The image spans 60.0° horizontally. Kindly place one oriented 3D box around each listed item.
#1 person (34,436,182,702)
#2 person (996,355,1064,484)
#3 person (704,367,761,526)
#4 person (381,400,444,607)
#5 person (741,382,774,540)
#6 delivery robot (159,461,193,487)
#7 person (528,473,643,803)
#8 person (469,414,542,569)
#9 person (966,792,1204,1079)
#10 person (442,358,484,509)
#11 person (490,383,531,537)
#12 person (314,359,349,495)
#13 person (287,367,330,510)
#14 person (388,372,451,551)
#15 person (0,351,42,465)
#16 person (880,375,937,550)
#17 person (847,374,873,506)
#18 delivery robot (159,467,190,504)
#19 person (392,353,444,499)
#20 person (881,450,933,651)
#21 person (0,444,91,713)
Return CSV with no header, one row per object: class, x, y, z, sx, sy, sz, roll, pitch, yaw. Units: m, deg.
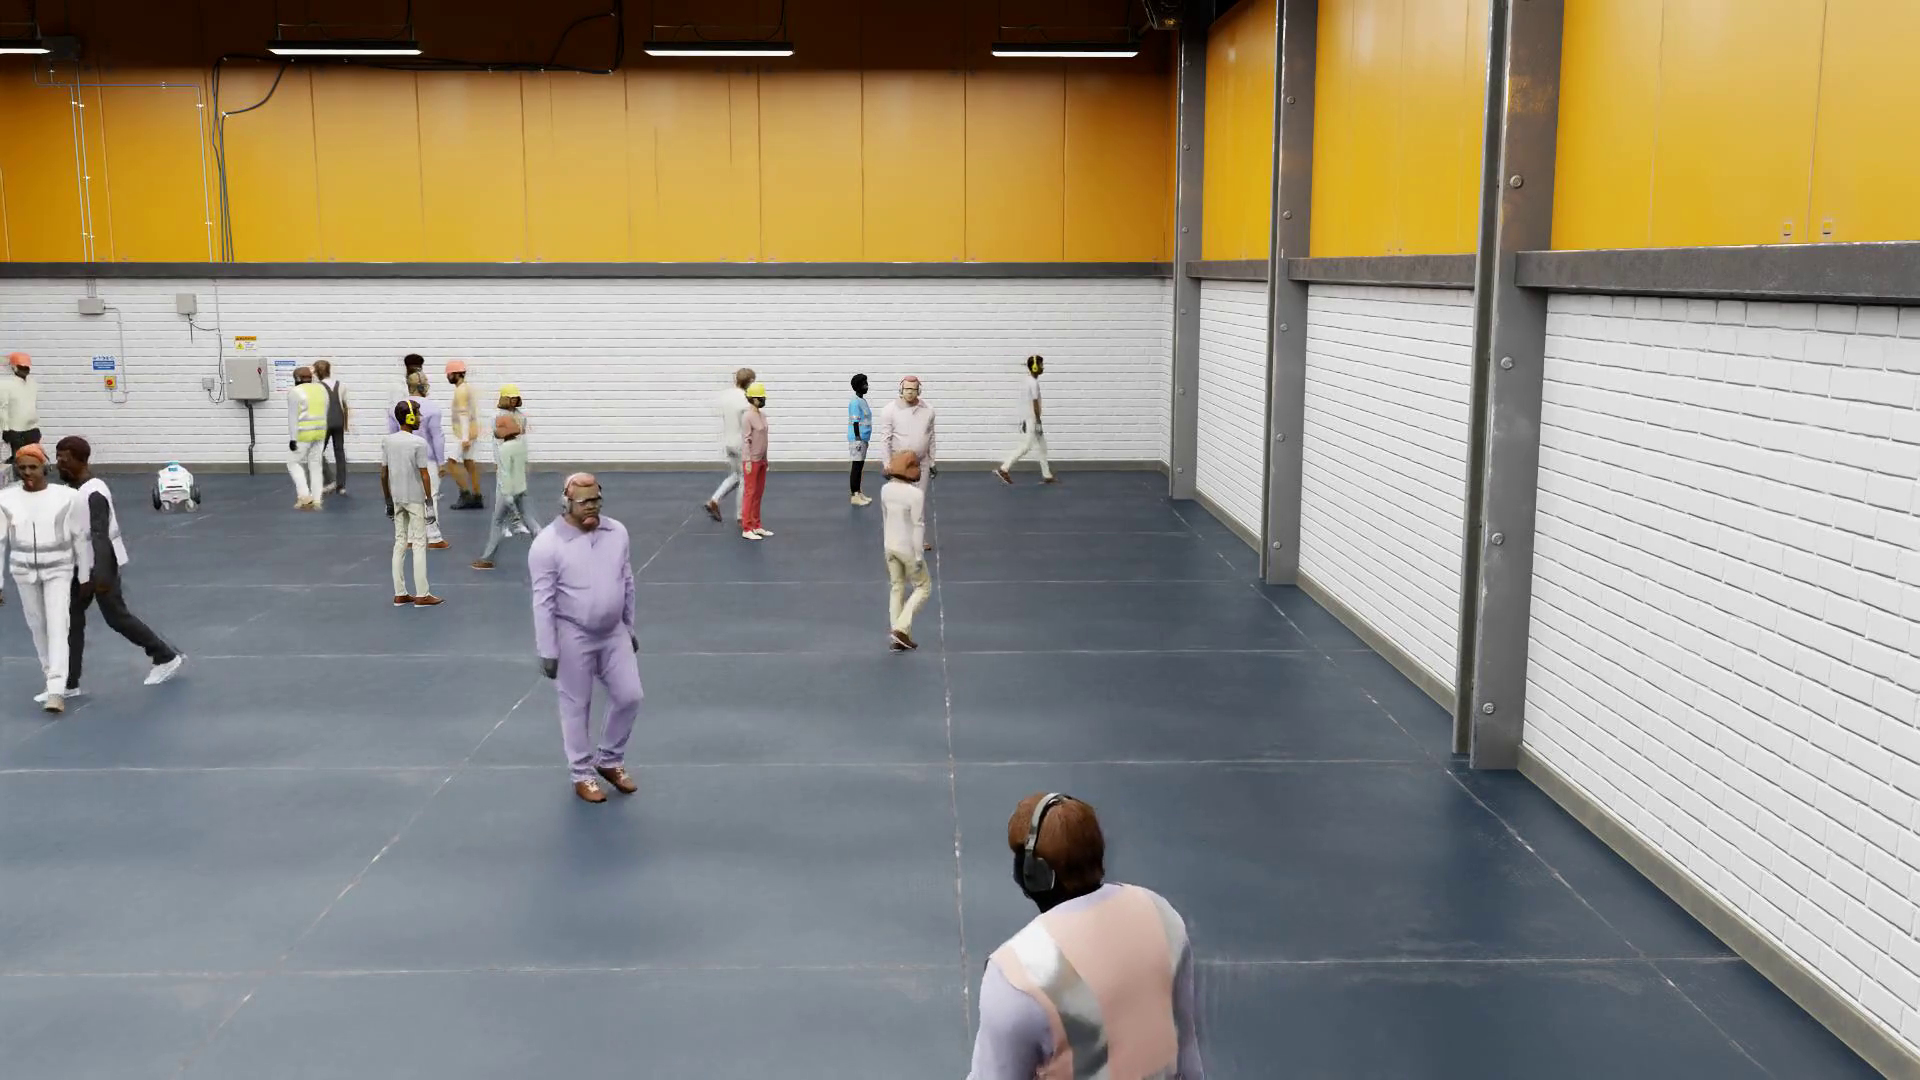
person,-6.126,0.171,11.876,0.603,1.876,0.966,9,13,43
person,0.974,-1.687,23.428,0.920,1.844,0.526,0,9,-1
person,-2.615,-1.077,19.463,0.575,1.903,0.652,-7,12,-37
person,-4.953,-0.327,14.969,0.533,1.864,0.314,4,10,21
person,-2.281,-0.891,18.729,0.317,1.767,0.535,3,10,18
delivery robot,-10.129,-0.783,21.484,0.477,0.478,0.707,-5,11,-30
person,-2.088,0.562,9.428,0.685,1.892,0.478,-9,13,-42
person,-4.503,-0.479,16.757,0.869,1.591,0.502,2,9,12
person,0.275,1.494,4.083,1.036,1.770,0.635,9,13,43
person,-6.287,-1.321,20.909,0.562,1.914,0.576,-2,9,-10
person,-5.098,-0.913,18.935,0.294,1.744,0.486,6,11,33
person,-8.459,-1.510,22.338,0.477,1.833,0.566,8,12,41
person,-8.230,-1.273,20.976,0.474,1.804,0.673,5,10,28
person,-5.814,-0.838,17.890,0.627,1.936,0.374,3,10,16
person,-12.342,-1.486,21.741,0.689,1.972,0.633,3,10,16
person,-0.530,-0.818,17.865,0.642,1.905,0.399,-4,10,-25
person,-1.287,-1.291,21.396,0.318,1.697,0.535,1,9,6
delivery robot,-9.839,-0.675,20.823,0.477,0.478,0.707,-4,10,-25
person,-7.026,-1.458,21.661,0.810,1.933,0.626,1,9,8
person,-0.423,0.091,13.165,0.337,1.621,0.500,-9,13,-43
person,-6.373,0.251,11.513,0.586,1.828,0.987,-2,10,-13
